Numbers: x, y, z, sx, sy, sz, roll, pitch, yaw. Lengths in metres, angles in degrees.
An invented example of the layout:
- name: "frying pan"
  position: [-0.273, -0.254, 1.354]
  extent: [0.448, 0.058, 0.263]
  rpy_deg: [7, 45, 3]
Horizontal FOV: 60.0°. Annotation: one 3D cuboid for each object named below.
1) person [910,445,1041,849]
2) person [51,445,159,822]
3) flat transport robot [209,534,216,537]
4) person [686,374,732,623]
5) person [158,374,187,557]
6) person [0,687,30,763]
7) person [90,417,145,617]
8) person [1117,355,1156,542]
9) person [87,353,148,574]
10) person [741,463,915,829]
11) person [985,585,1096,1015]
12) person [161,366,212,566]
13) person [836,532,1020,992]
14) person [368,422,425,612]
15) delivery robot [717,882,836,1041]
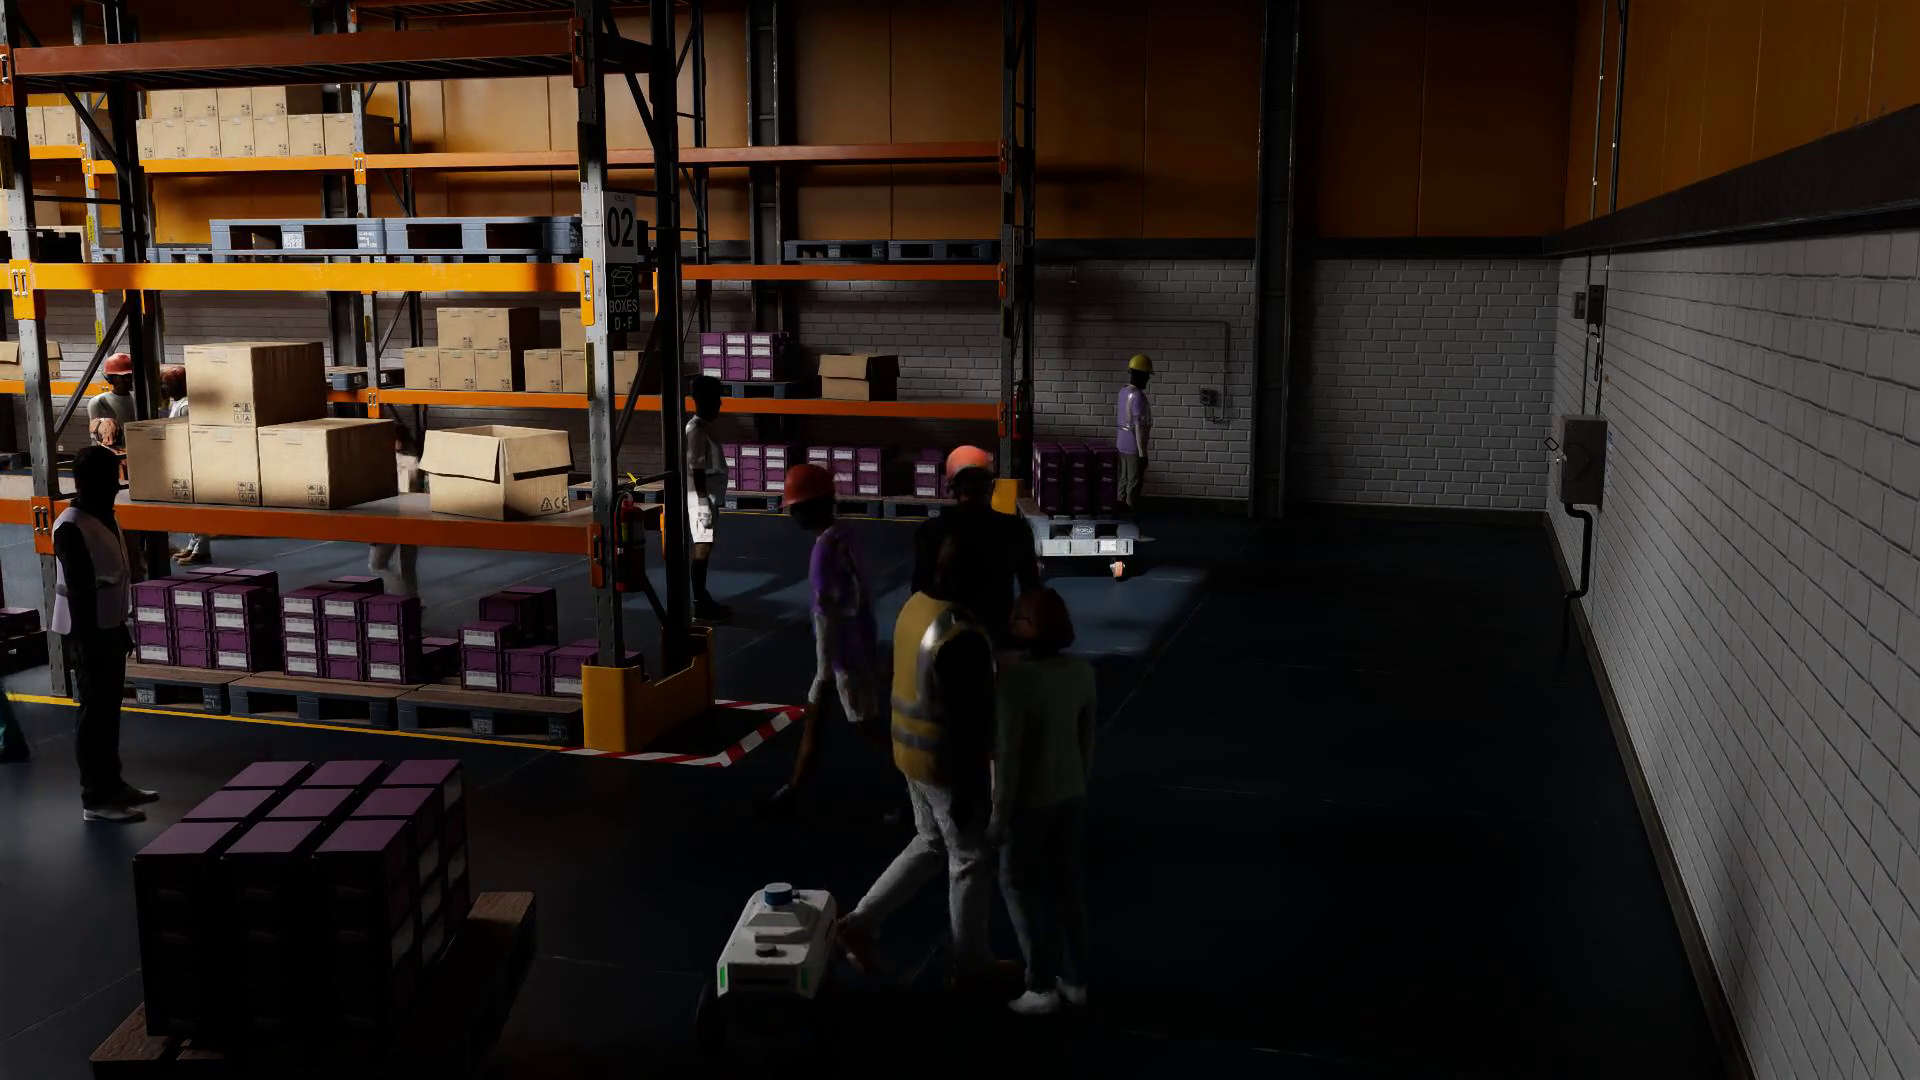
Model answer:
- name: "person"
  position: [0.085, 0.499, 8.289]
  extent: [0.704, 1.919, 1.048]
  rpy_deg: [-1, 9, -6]
- name: "person"
  position: [-4.396, 0.471, 8.491]
  extent: [0.393, 1.916, 0.591]
  rpy_deg: [-2, 10, -13]
- name: "flat transport robot"
  position: [-7.256, -0.200, 17.574]
  extent: [1.431, 0.197, 0.652]
  rpy_deg: [-2, 9, -9]
- name: "person"
  position: [-2.017, -0.330, 13.210]
  extent: [0.367, 1.967, 0.603]
  rpy_deg: [-1, 9, -5]
- name: "person"
  position: [-7.914, -0.725, 16.189]
  extent: [0.788, 1.797, 0.528]
  rpy_deg: [9, 13, 44]
- name: "person"
  position: [-5.687, 0.459, 9.161]
  extent: [0.922, 1.712, 0.557]
  rpy_deg: [-4, 10, -23]
- name: "person"
  position: [-6.662, -0.150, 13.111]
  extent: [0.308, 1.641, 0.515]
  rpy_deg: [3, 10, 17]
- name: "person"
  position: [1.805, -0.937, 17.068]
  extent: [0.382, 1.917, 0.585]
  rpy_deg: [-2, 10, -14]
- name: "person"
  position: [-7.506, -0.665, 15.019]
  extent: [0.376, 2.042, 0.615]
  rpy_deg: [4, 10, 25]
- name: "person"
  position: [-0.569, 0.540, 8.273]
  extent: [1.003, 1.865, 0.588]
  rpy_deg: [0, 9, 2]
- name: "person"
  position: [0.312, 0.985, 6.267]
  extent: [0.527, 1.635, 0.292]
  rpy_deg: [-8, 12, -40]
- name: "person"
  position: [-7.315, -0.702, 15.728]
  extent: [0.337, 1.882, 0.584]
  rpy_deg: [-6, 11, -31]
- name: "person"
  position: [-0.131, 0.869, 6.386]
  extent: [0.675, 1.811, 0.642]
  rpy_deg: [-4, 10, -22]
- name: "person"
  position: [-4.321, -0.094, 12.812]
  extent: [0.397, 1.626, 0.539]
  rpy_deg: [5, 11, 28]
- name: "delivery robot"
  position: [-0.660, 1.497, 6.084]
  extent: [0.477, 0.478, 0.707]
  rpy_deg: [1, 9, 3]
